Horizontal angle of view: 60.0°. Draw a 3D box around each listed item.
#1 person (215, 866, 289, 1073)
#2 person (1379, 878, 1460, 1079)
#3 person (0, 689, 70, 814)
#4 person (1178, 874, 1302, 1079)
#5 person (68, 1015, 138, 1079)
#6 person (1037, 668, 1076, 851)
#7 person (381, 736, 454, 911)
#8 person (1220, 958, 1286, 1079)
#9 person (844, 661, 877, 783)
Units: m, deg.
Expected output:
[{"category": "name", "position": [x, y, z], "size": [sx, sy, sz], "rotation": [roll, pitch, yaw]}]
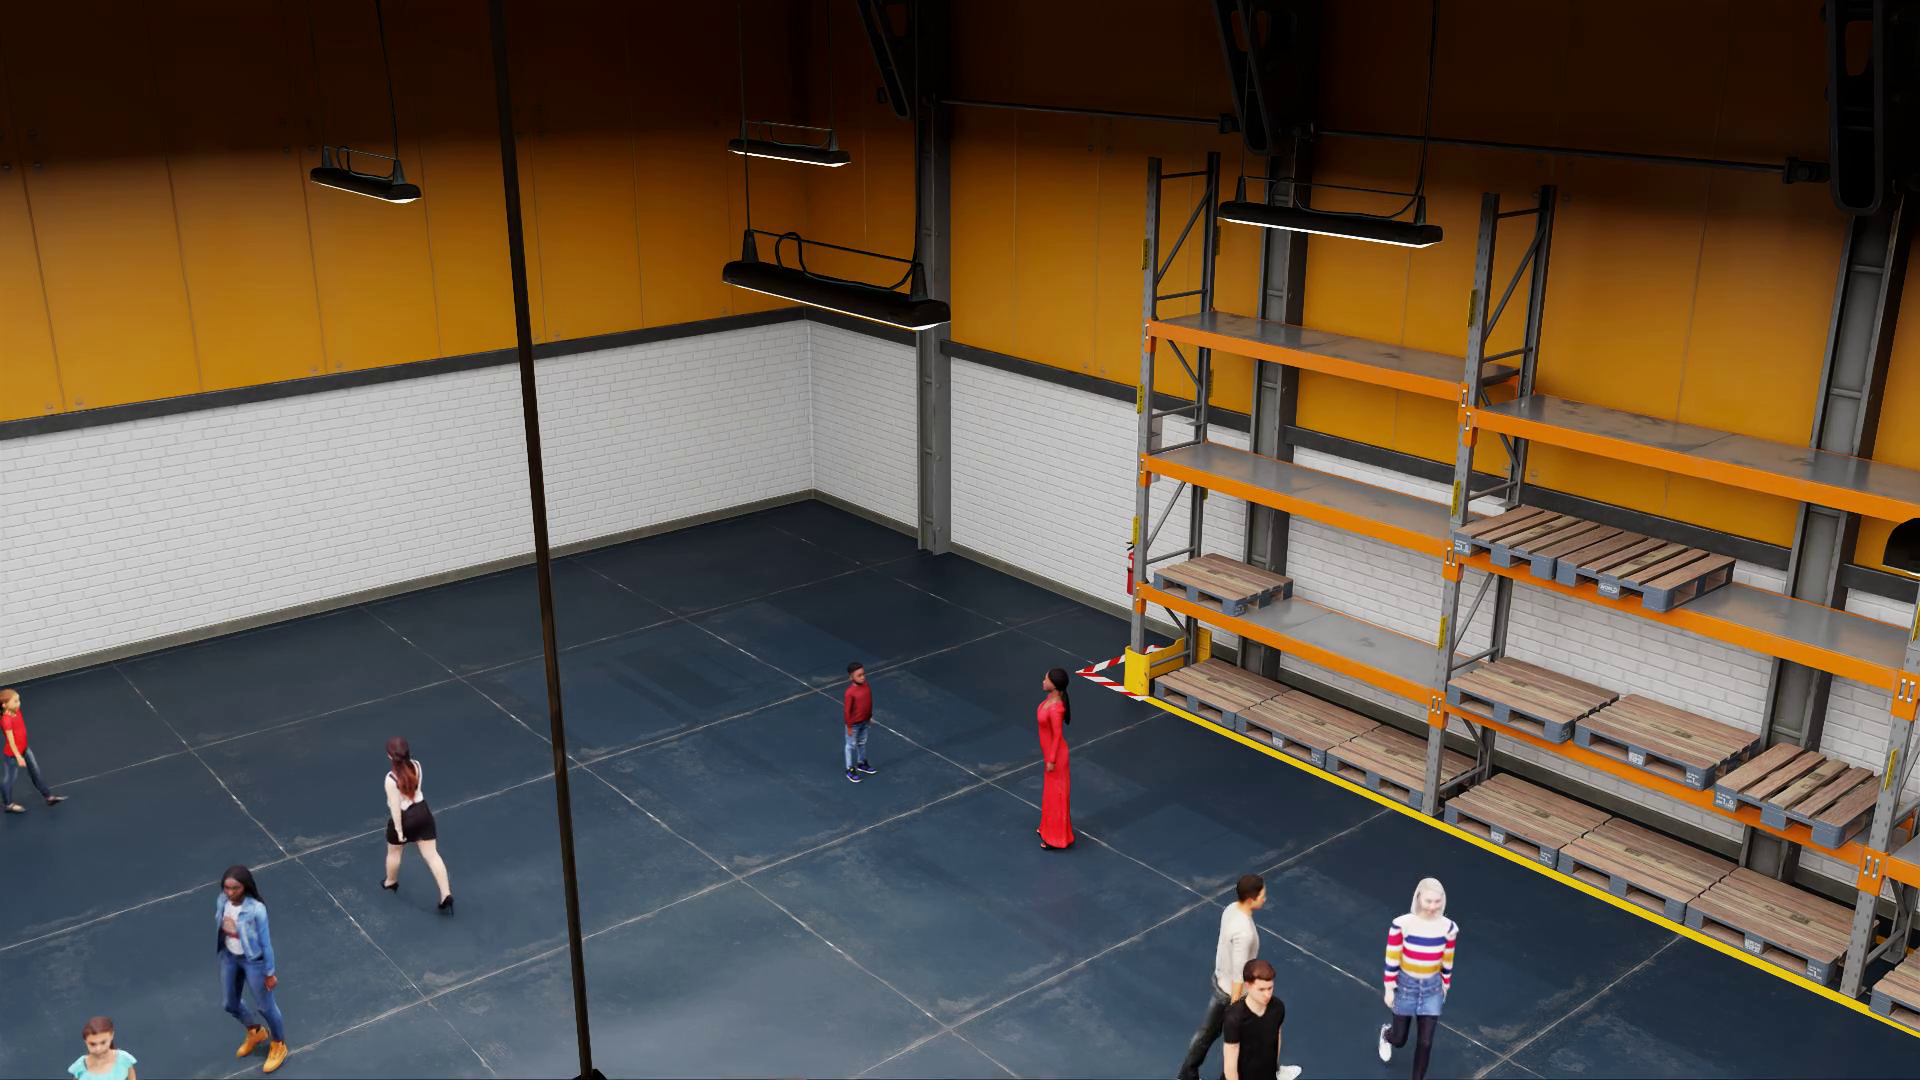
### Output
[{"category": "person", "position": [-5.229, 3.140, 12.283], "size": [0.705, 1.699, 0.808], "rotation": [8, 20, 23]}, {"category": "person", "position": [3.263, 3.202, 11.955], "size": [1.015, 1.790, 1.094], "rotation": [1, 19, 2]}, {"category": "person", "position": [-9.225, 2.059, 16.135], "size": [0.826, 1.288, 0.815], "rotation": [-1, 19, -4]}, {"category": "person", "position": [1.874, 3.220, 11.944], "size": [1.157, 1.762, 1.196], "rotation": [-2, 19, -5]}, {"category": "person", "position": [-5.485, 3.727, 10.772], "size": [0.660, 1.549, 0.717], "rotation": [-6, 19, -17]}, {"category": "person", "position": [0.884, 2.021, 15.469], "size": [0.791, 1.784, 0.712], "rotation": [-1, 19, -3]}, {"category": "person", "position": [-4.681, 2.489, 14.376], "size": [1.165, 1.597, 0.795], "rotation": [12, 22, 31]}, {"category": "person", "position": [1.871, 3.565, 10.841], "size": [0.896, 1.812, 1.247], "rotation": [-8, 20, -22]}, {"category": "person", "position": [-1.048, 1.817, 16.905], "size": [0.534, 1.254, 0.535], "rotation": [14, 23, 36]}]
